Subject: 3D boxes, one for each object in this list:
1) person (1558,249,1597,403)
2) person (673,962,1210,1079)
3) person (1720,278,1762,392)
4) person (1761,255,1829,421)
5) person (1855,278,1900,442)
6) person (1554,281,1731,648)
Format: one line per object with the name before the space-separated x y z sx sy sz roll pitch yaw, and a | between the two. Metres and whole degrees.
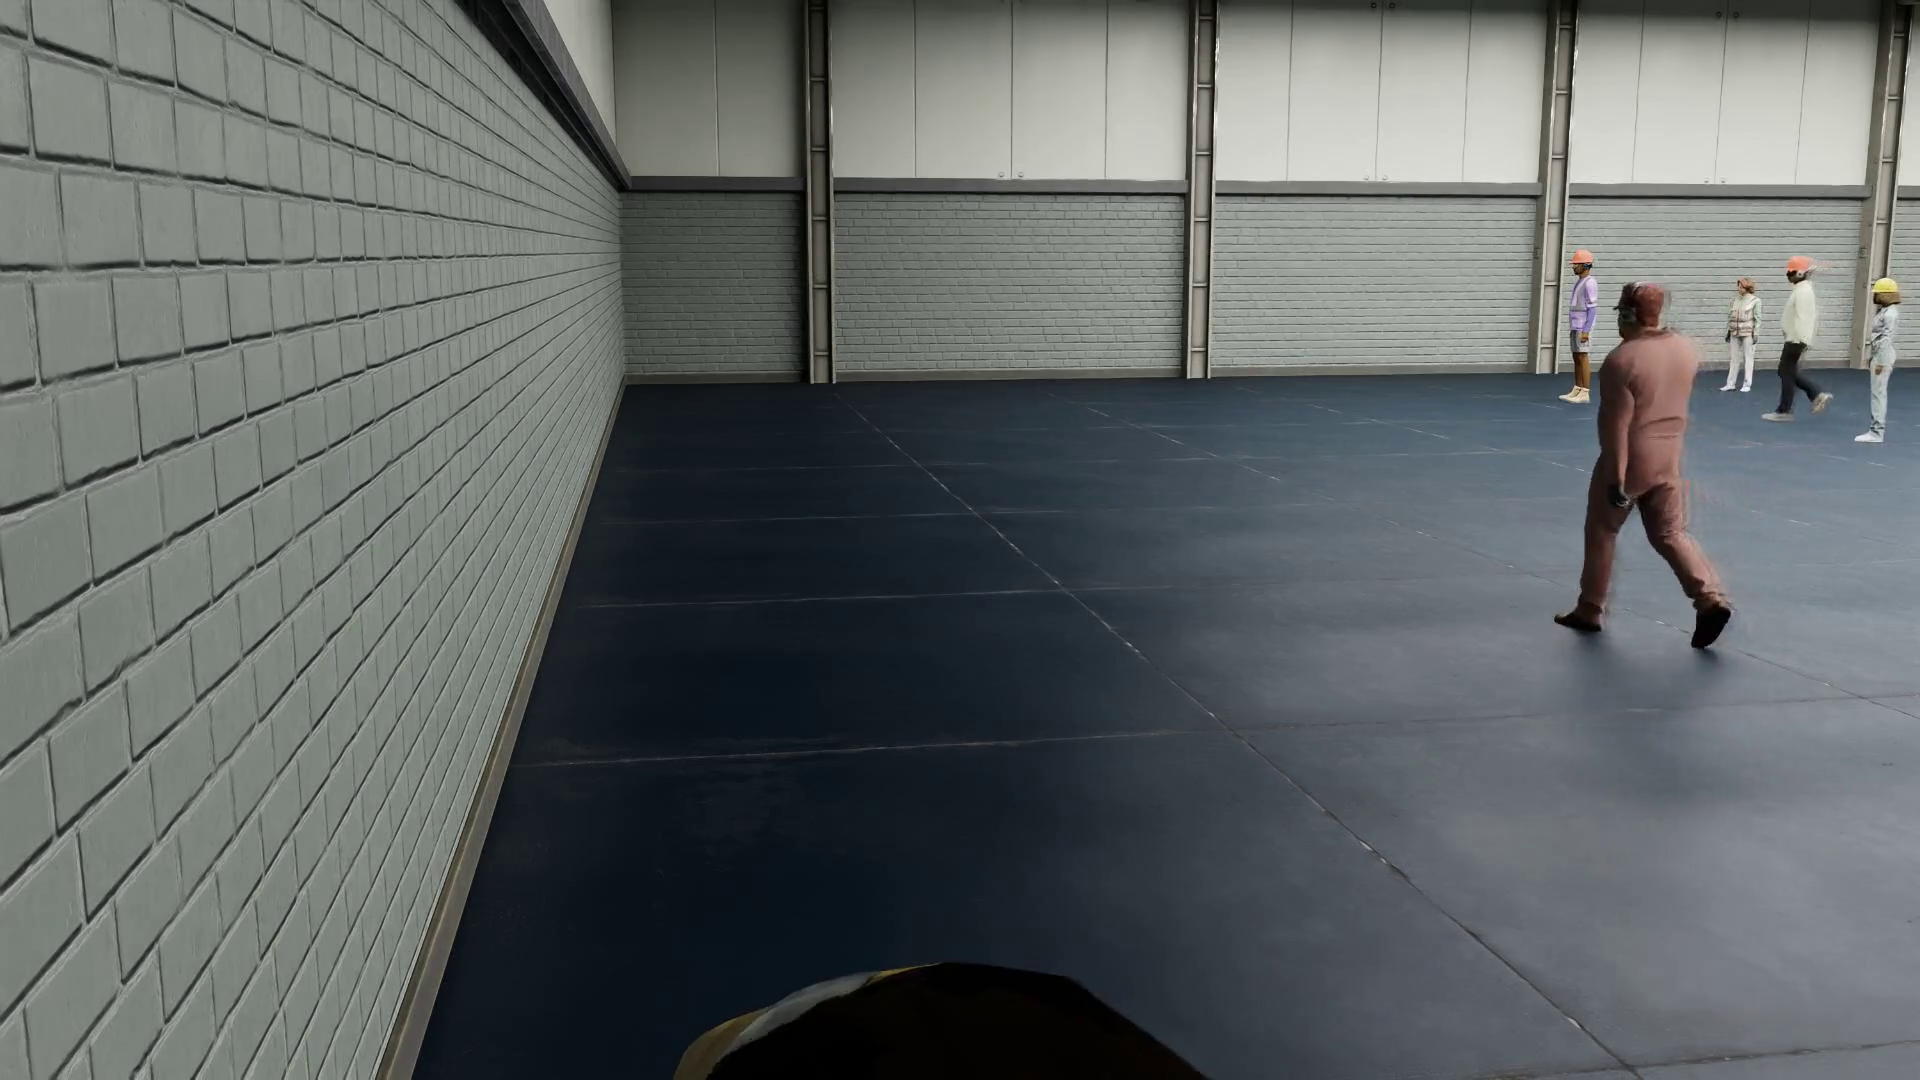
person | 8.274 -2.847 22.226 0.376 2.041 0.615 1 10 4
person | 0.040 0.943 0.993 0.630 1.839 0.429 6 11 30
person | 11.291 -2.950 23.992 0.314 1.637 0.514 -5 11 -28
person | 9.979 -2.387 19.757 0.617 1.979 0.634 4 11 24
person | 9.774 -1.909 17.706 0.321 1.744 0.485 4 11 22
person | 3.553 -0.391 8.582 0.636 1.878 0.904 -4 11 -23
